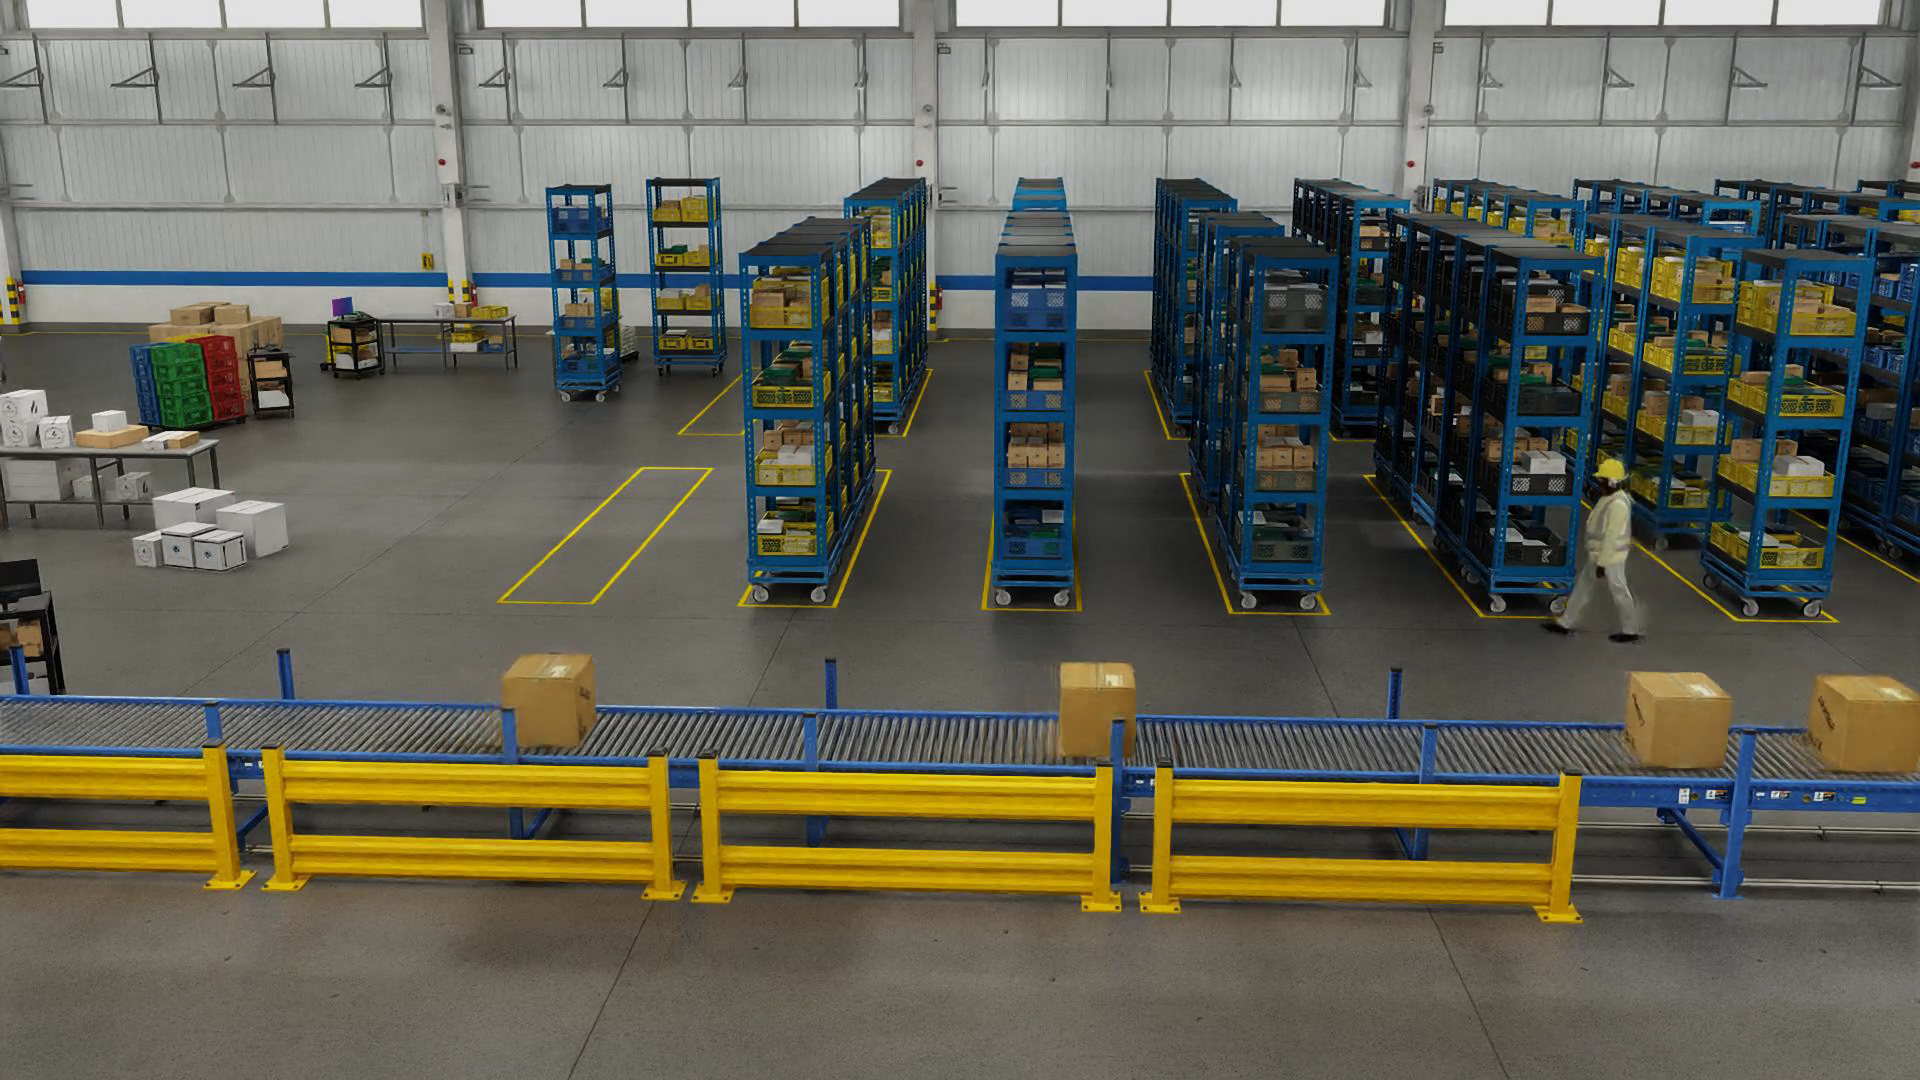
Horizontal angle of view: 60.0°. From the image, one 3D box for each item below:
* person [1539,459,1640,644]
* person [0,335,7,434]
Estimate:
[{"bbox_3d":[6.081,0.113,15.746,0.919,1.783,0.612,3,15,10],"label":"person"},{"bbox_3d":[-14.980,-2.590,25.500,0.734,1.930,0.621,11,19,36],"label":"person"}]
